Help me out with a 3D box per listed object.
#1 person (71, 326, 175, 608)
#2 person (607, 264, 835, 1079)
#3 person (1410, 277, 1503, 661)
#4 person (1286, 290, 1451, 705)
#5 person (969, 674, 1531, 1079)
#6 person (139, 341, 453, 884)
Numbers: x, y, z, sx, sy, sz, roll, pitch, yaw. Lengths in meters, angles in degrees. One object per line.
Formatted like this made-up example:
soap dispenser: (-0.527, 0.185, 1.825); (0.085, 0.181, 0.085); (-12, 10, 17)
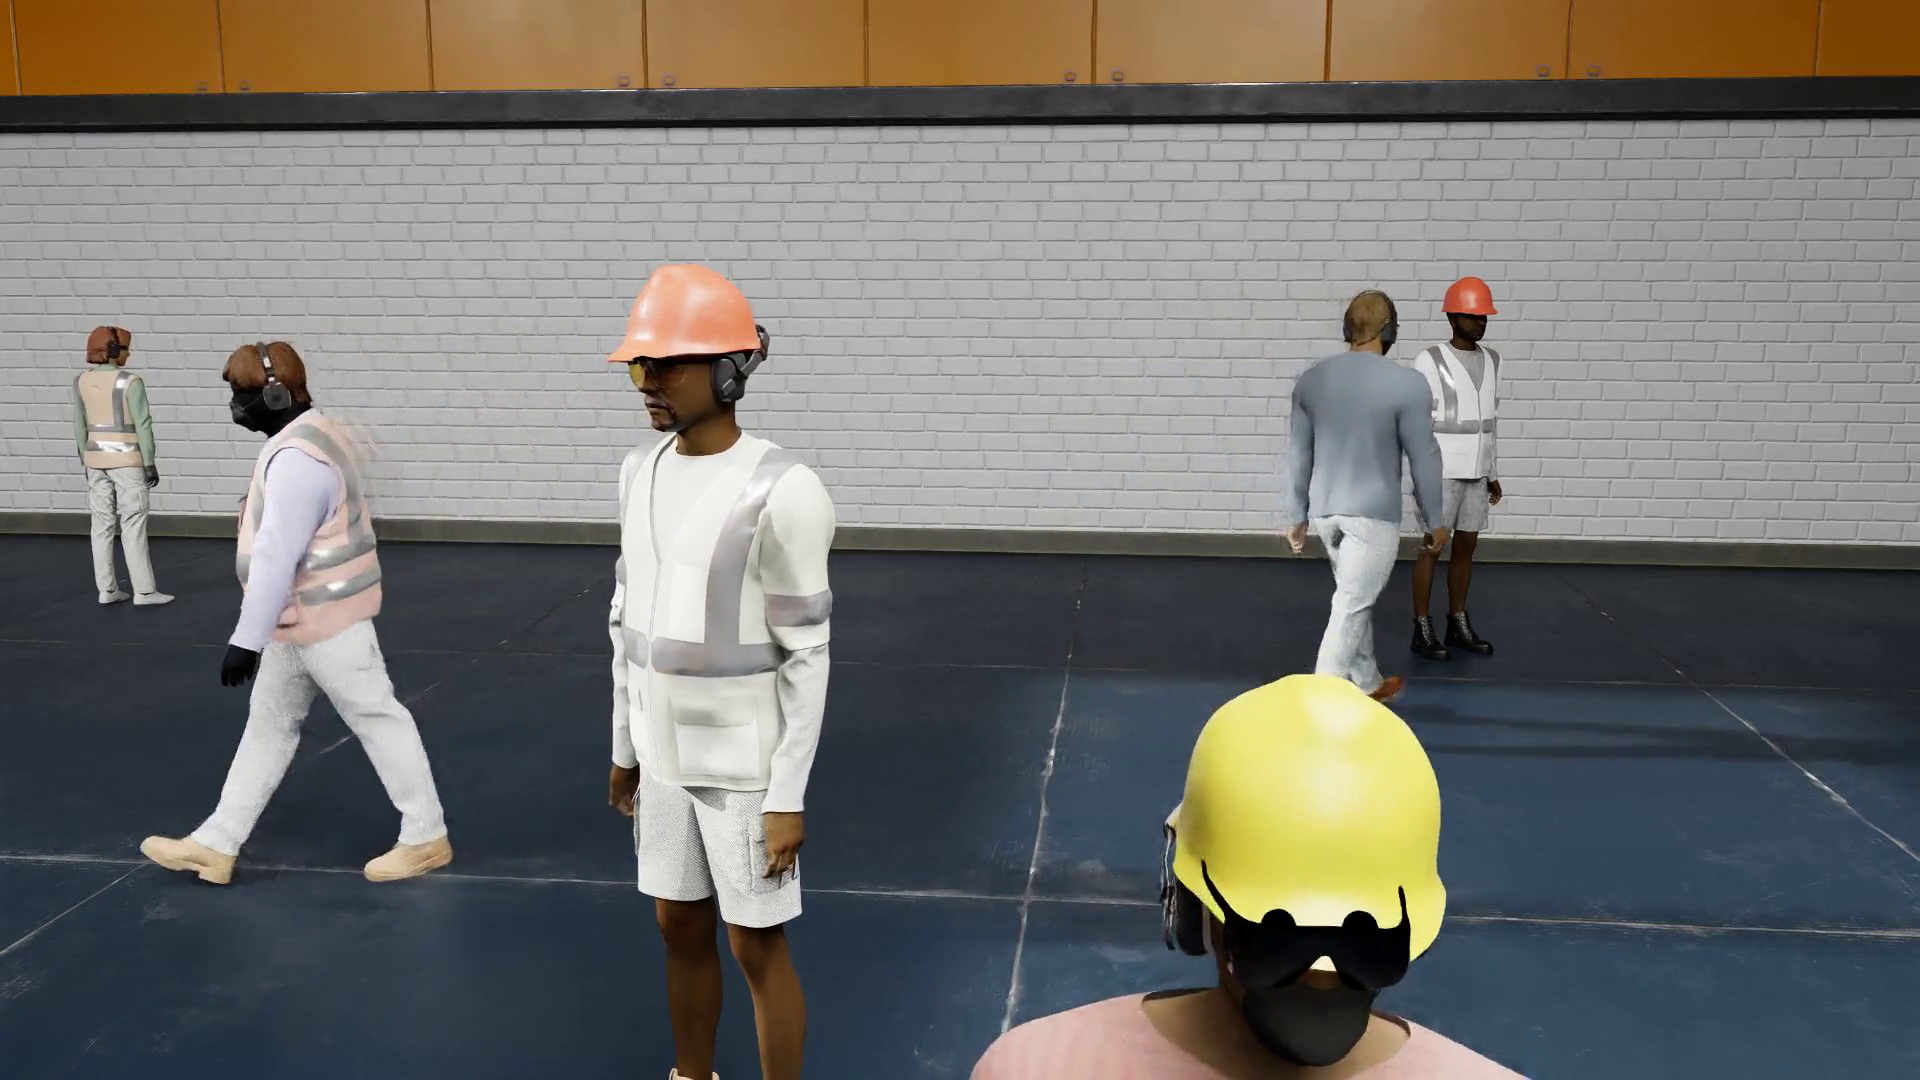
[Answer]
person: (-4.894, -0.419, 9.667); (0.512, 1.638, 0.312); (3, 10, 16)
person: (-0.538, 0.452, 3.515); (0.607, 2.044, 0.372); (8, 13, 38)
person: (2.540, -0.358, 8.457); (0.550, 1.937, 0.357); (-5, 11, -26)
person: (1.779, -0.100, 7.091); (0.944, 1.898, 0.638); (-8, 13, -38)
person: (0.249, 0.974, 1.341); (0.547, 1.747, 0.567); (1, 10, 5)
person: (-2.145, 0.261, 5.350); (0.980, 1.779, 0.646); (-4, 11, -22)
